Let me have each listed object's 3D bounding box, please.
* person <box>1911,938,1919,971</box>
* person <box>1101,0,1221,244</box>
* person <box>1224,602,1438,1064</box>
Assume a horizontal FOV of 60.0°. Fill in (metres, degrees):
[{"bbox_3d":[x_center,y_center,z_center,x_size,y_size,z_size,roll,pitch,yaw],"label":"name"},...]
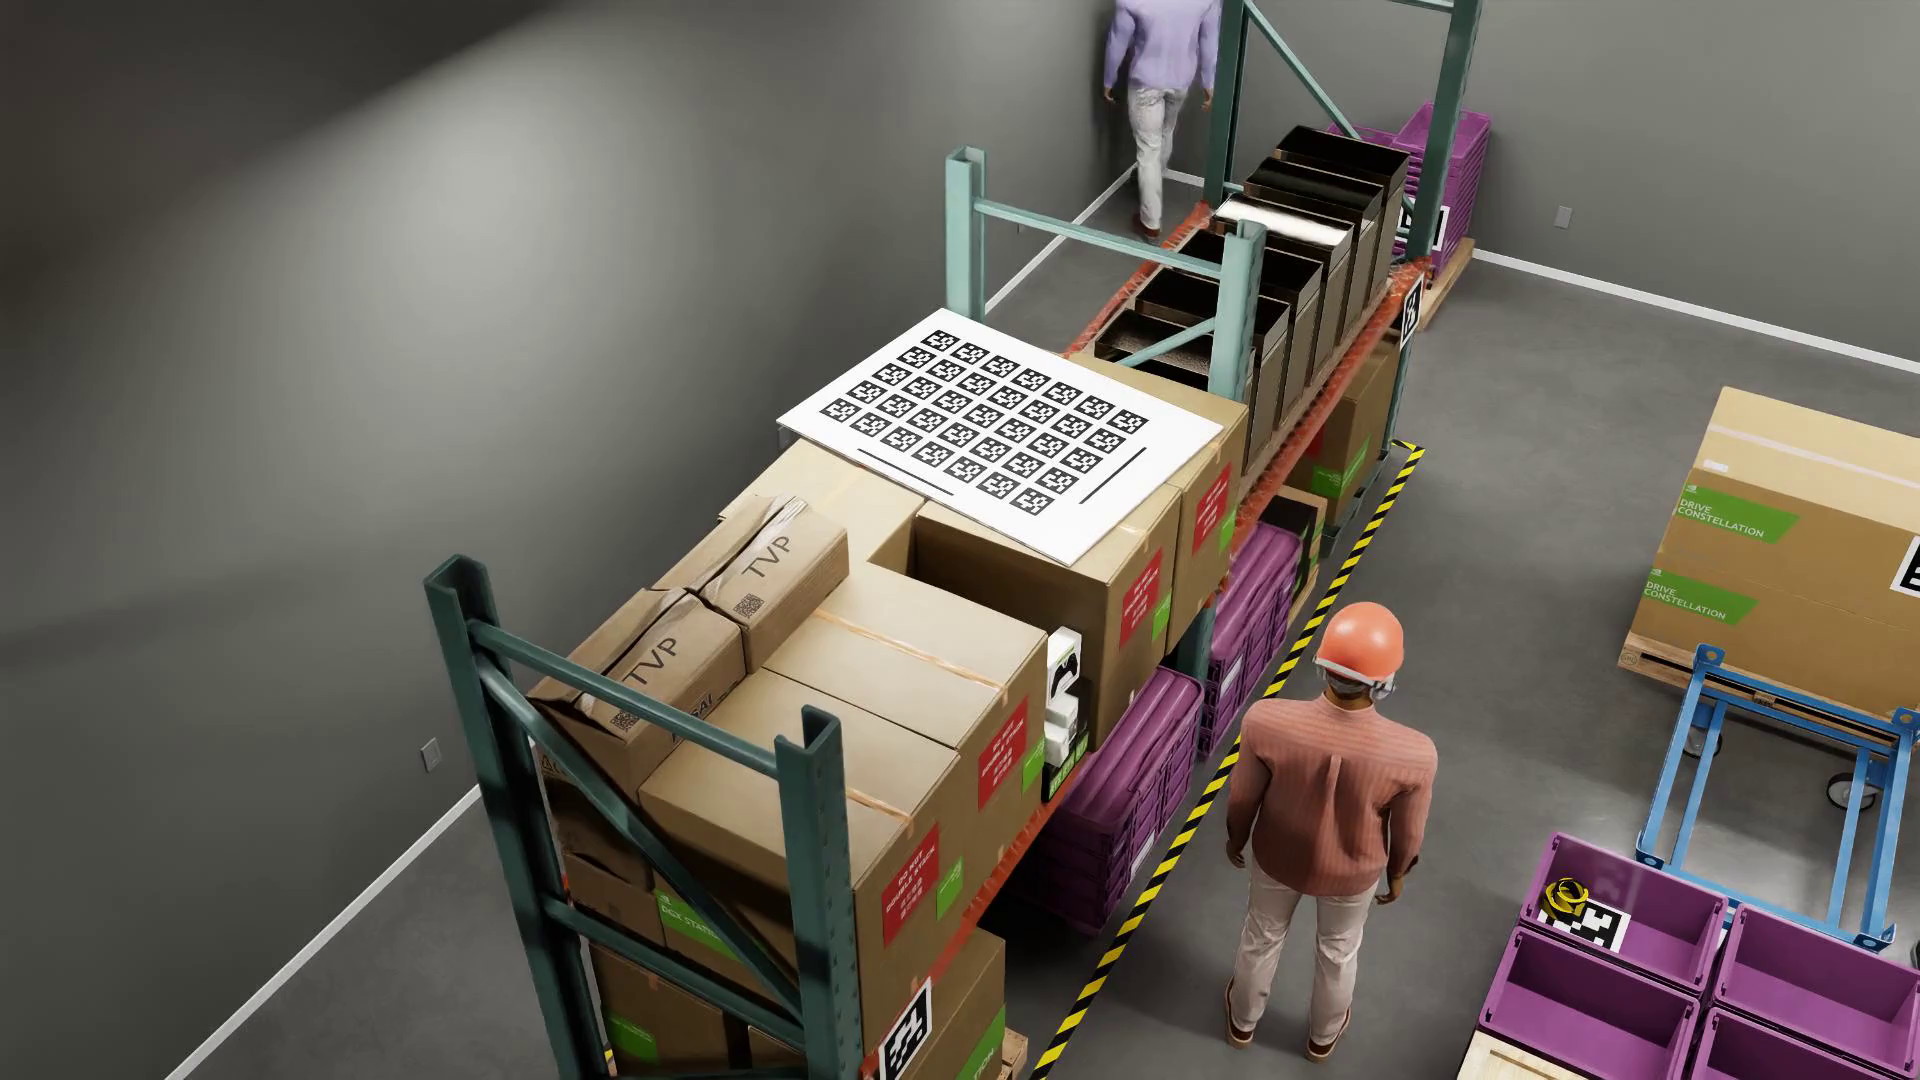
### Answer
[{"bbox_3d":[3.712,0.941,5.554,0.603,1.832,0.404,22,45,24],"label":"person"},{"bbox_3d":[1.141,-2.801,9.957,0.658,1.909,0.849,-11,41,-13],"label":"person"},{"bbox_3d":[1.158,0.993,5.377,0.614,1.986,0.389,10,41,12],"label":"person"}]
